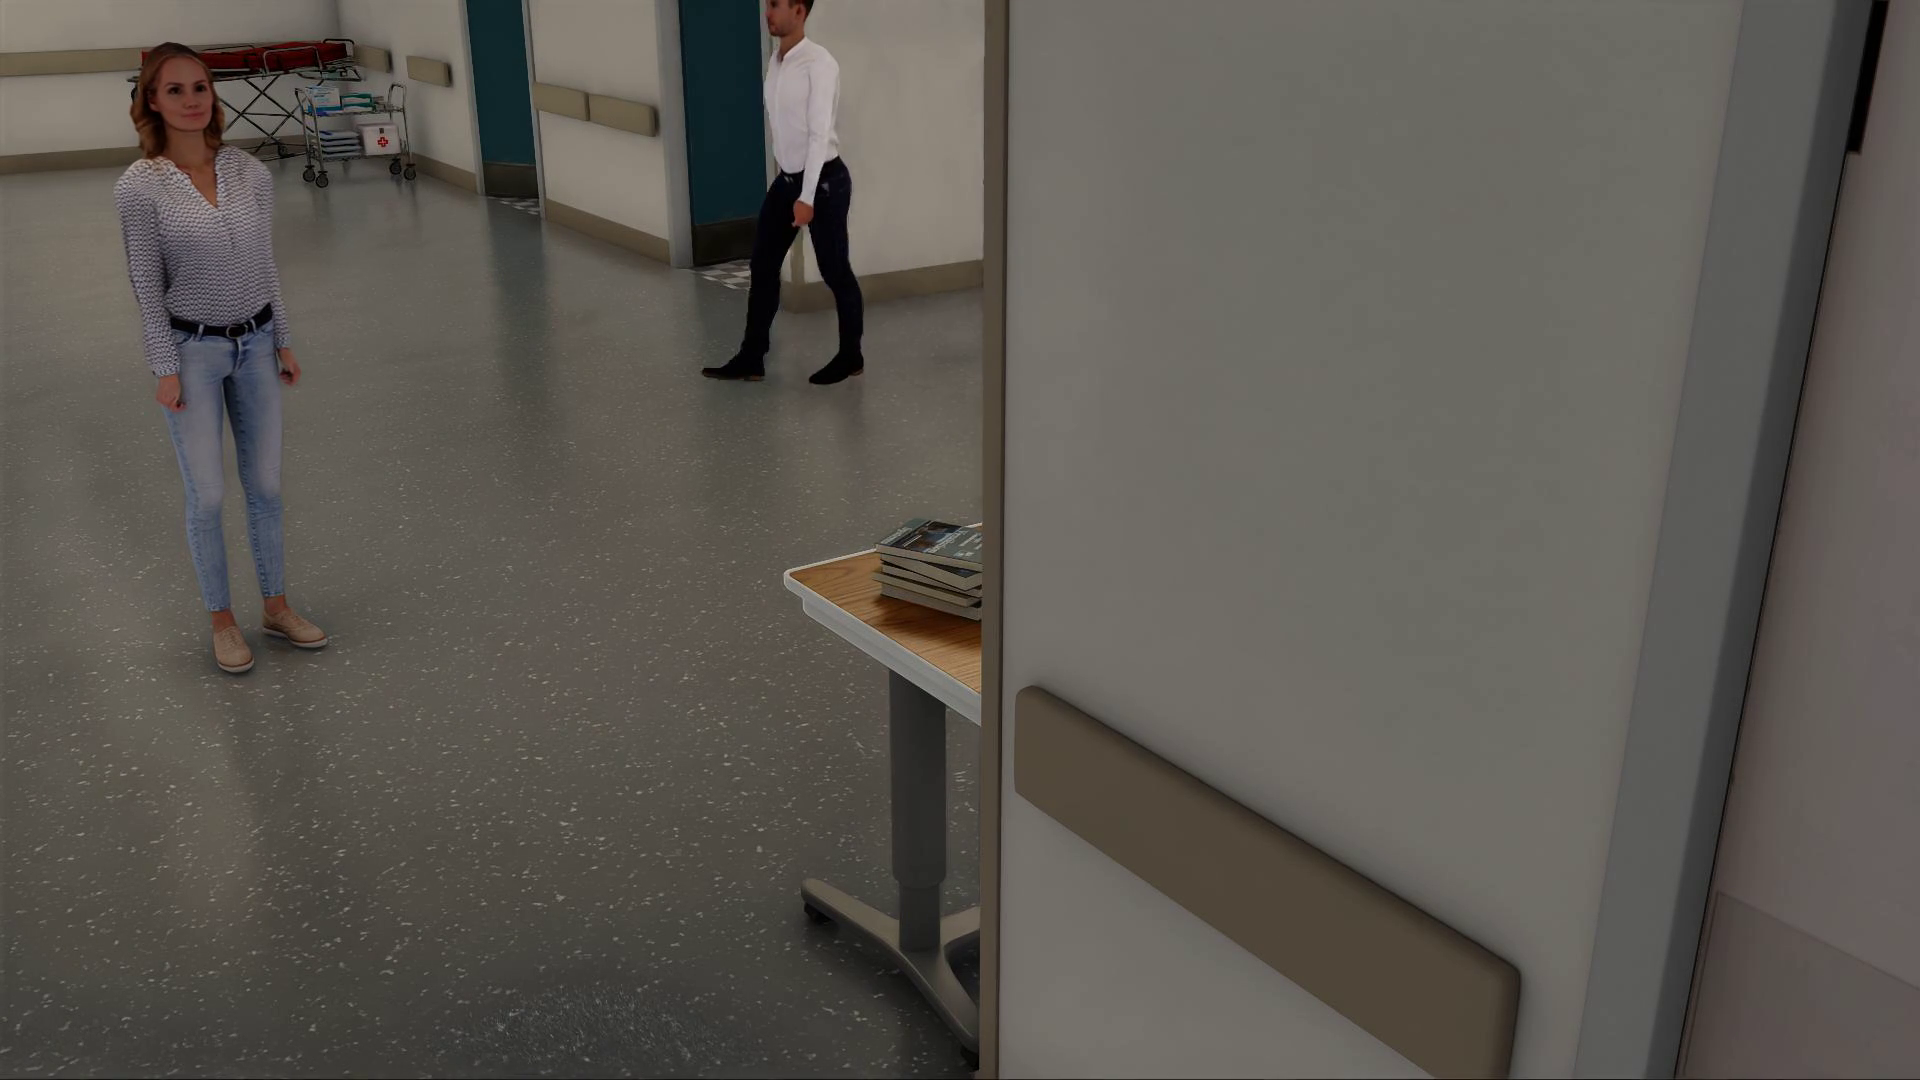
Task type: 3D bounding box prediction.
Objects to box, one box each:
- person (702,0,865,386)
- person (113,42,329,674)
[{"bbox_3d":[-0.606,-1.611,7.598,0.768,1.843,1.001,-18,27,-40],"label":"person"},{"bbox_3d":[-2.145,-0.513,4.819,0.587,1.796,0.633,18,27,39],"label":"person"}]
